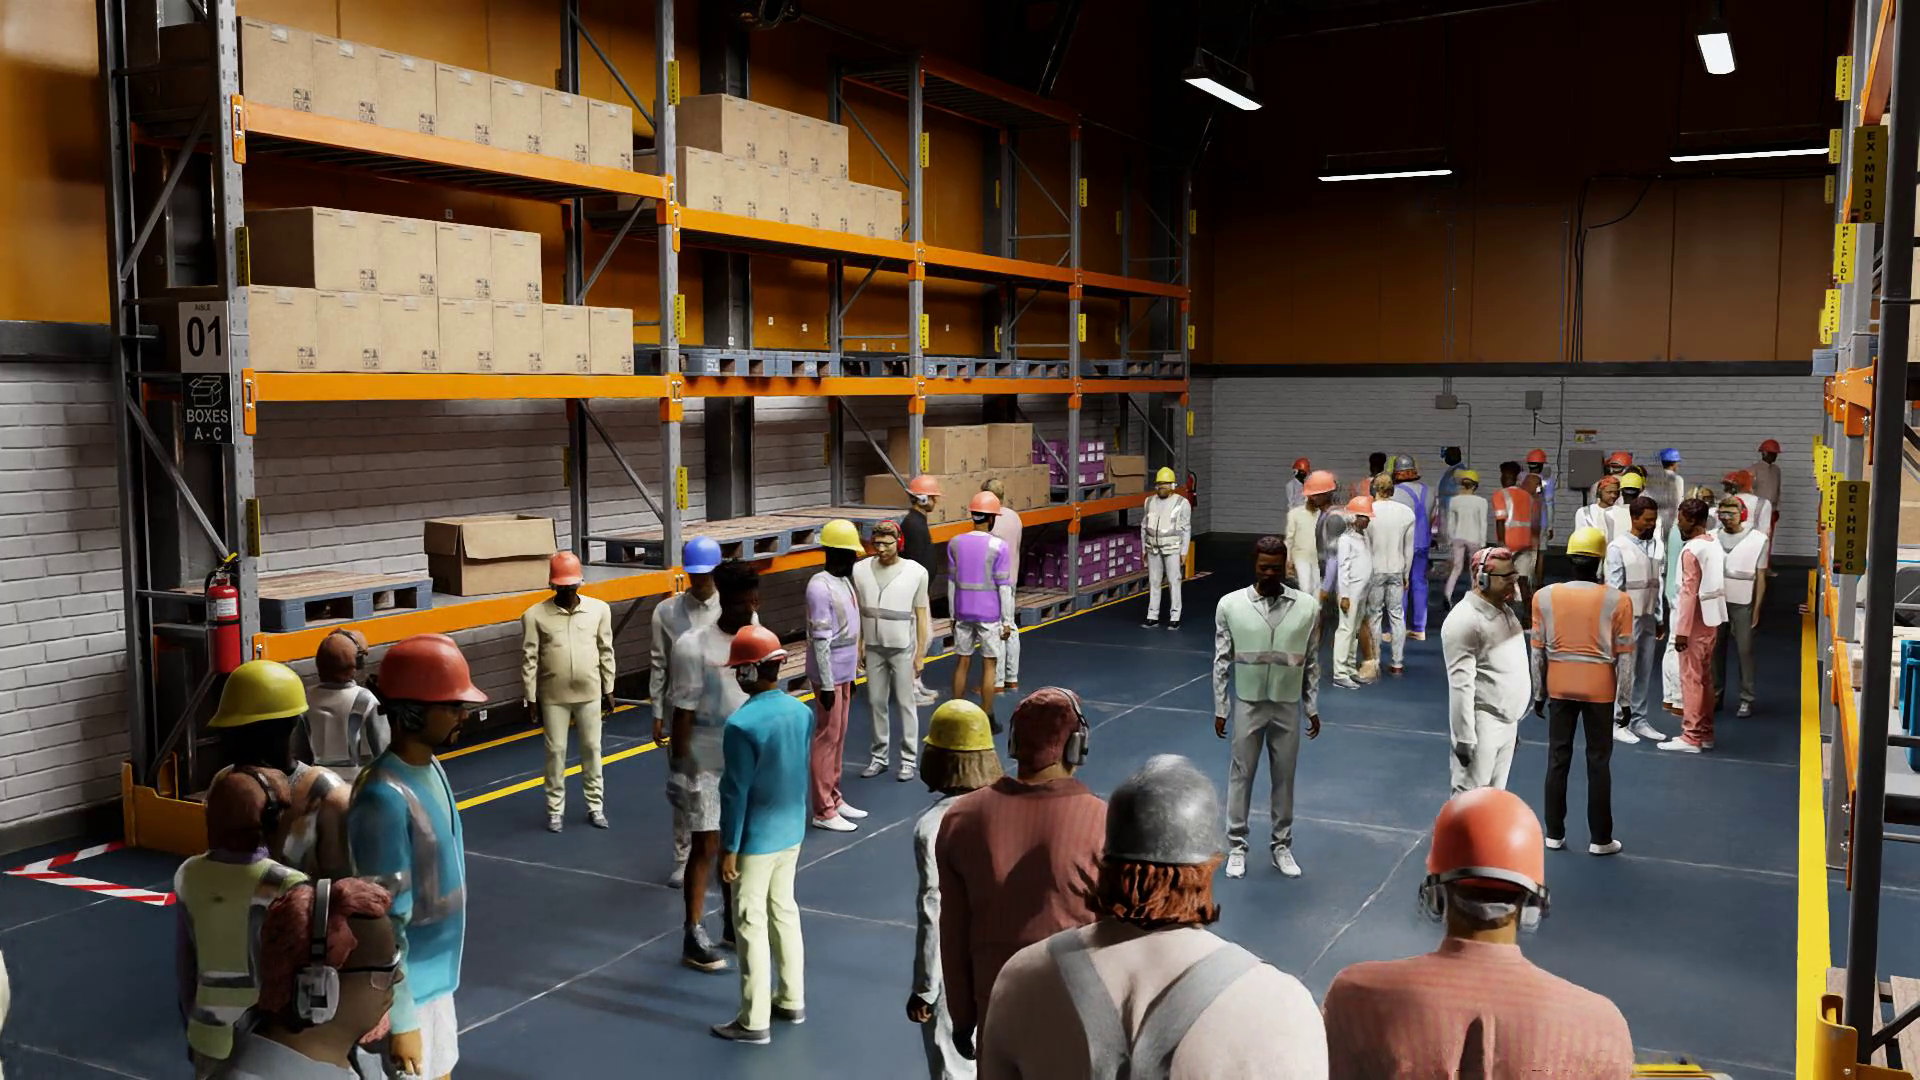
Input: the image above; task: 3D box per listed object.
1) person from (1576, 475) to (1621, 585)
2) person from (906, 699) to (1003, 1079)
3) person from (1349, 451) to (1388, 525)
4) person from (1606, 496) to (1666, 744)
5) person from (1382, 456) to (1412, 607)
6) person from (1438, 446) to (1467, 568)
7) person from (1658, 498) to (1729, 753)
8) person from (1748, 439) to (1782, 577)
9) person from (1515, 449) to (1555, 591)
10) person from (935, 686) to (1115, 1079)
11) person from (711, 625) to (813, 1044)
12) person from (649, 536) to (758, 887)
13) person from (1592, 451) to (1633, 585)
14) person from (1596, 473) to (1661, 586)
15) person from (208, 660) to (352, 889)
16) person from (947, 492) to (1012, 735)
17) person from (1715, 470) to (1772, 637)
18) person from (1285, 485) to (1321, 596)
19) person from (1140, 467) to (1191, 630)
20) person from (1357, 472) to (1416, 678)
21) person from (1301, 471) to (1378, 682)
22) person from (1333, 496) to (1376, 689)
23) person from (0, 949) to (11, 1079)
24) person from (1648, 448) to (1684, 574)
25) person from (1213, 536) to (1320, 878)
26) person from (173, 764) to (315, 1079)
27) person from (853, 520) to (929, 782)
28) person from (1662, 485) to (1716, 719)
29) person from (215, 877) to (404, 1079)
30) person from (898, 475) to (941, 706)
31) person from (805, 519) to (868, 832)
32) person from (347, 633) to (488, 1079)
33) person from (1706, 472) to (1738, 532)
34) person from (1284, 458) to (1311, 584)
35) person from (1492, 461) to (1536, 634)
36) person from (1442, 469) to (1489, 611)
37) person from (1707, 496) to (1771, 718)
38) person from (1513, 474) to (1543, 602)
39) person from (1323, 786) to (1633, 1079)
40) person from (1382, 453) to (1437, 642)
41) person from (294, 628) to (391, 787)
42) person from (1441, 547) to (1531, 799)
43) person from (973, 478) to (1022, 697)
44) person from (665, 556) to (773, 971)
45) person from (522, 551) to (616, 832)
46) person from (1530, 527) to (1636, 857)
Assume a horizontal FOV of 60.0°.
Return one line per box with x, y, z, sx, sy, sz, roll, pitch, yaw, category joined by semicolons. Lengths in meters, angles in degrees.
6.290;0.306;16.255;0.575;1.880;0.359;0;5;2;person
0.005;1.386;5.397;0.339;1.738;0.498;4;7;39;person
5.101;-0.134;20.629;0.660;1.952;0.739;2;6;20;person
5.207;0.609;12.853;0.600;1.909;0.398;-4;6;-33;person
5.428;-0.103;20.545;0.611;1.897;0.660;-5;7;-42;person
7.404;-0.489;25.007;0.429;1.843;0.624;1;5;8;person
5.544;0.641;12.502;0.402;1.909;0.599;4;7;39;person
11.526;-0.449;23.817;0.615;1.986;0.410;-2;6;-23;person
7.382;-0.203;21.410;0.548;1.937;0.379;5;7;40;person
0.261;1.363;4.753;0.639;1.903;0.407;2;6;24;person
-0.851;1.228;7.062;0.354;1.738;0.577;3;6;26;person
-1.400;0.940;9.099;0.605;1.939;0.410;0;5;0;person
7.695;-0.045;19.491;0.414;1.986;0.637;-5;7;-43;person
6.438;0.306;16.073;0.594;1.914;0.399;2;6;17;person
-2.085;1.318;5.097;0.587;1.928;0.381;2;6;24;person
0.169;0.581;13.085;0.549;1.923;0.390;3;6;28;person
8.562;0.146;18.230;0.591;1.837;0.998;4;7;37;person
3.894;0.175;18.519;0.574;1.721;0.793;0;5;-4;person
2.293;0.098;18.707;0.599;1.836;0.404;3;6;31;person
3.957;0.335;15.616;0.627;1.940;0.376;-1;5;-13;person
3.397;0.349;15.280;1.029;1.968;0.610;0;5;-5;person
3.614;0.470;15.159;0.345;1.746;0.573;4;6;34;person
-2.134;1.488;3.453;0.669;1.898;0.624;0;5;-3;person
9.333;-0.249;21.938;0.447;1.926;0.631;-2;6;-16;person
1.719;0.929;9.337;0.600;1.916;0.376;0;5;-2;person
-2.078;1.481;4.890;0.541;1.635;0.313;2;6;20;person
-0.479;0.767;11.583;0.561;1.828;0.418;2;6;23;person
6.028;0.510;13.751;0.369;1.935;0.630;1;5;11;person
-1.111;1.535;2.937;0.400;1.900;0.646;-1;5;-10;person
-0.359;0.428;14.397;0.409;1.978;0.629;0;5;-2;person
-0.770;0.830;10.355;0.366;1.926;0.587;1;5;9;person
-1.583;1.286;4.907;0.405;2.034;0.614;0;5;-4;person
9.383;0.002;20.537;0.871;1.706;0.580;-2;6;-24;person
4.715;-0.267;23.110;0.339;1.745;0.561;4;7;36;person
6.162;0.073;18.571;0.633;1.908;0.727;-2;6;-23;person
6.164;0.003;20.264;0.533;1.744;0.736;5;7;42;person
6.439;0.548;13.865;0.382;1.841;0.565;-5;7;-43;person
7.234;-0.023;21.140;0.502;1.627;0.277;-4;7;-40;person
1.009;1.478;3.287;0.604;1.956;1.000;1;5;7;person
4.743;0.078;17.842;0.681;2.000;0.536;-3;6;-29;person
-2.808;1.223;7.627;0.521;1.645;0.307;2;6;17;person
2.788;0.988;8.759;0.407;1.910;0.638;4;7;40;person
0.325;0.417;14.743;0.351;1.936;0.634;3;6;32;person
-1.126;1.048;7.904;0.433;1.955;0.715;4;7;40;person
-2.405;0.931;10.270;0.575;1.740;0.354;-2;6;-23;person
3.653;0.887;9.771;0.585;1.922;0.372;3;6;33;person
